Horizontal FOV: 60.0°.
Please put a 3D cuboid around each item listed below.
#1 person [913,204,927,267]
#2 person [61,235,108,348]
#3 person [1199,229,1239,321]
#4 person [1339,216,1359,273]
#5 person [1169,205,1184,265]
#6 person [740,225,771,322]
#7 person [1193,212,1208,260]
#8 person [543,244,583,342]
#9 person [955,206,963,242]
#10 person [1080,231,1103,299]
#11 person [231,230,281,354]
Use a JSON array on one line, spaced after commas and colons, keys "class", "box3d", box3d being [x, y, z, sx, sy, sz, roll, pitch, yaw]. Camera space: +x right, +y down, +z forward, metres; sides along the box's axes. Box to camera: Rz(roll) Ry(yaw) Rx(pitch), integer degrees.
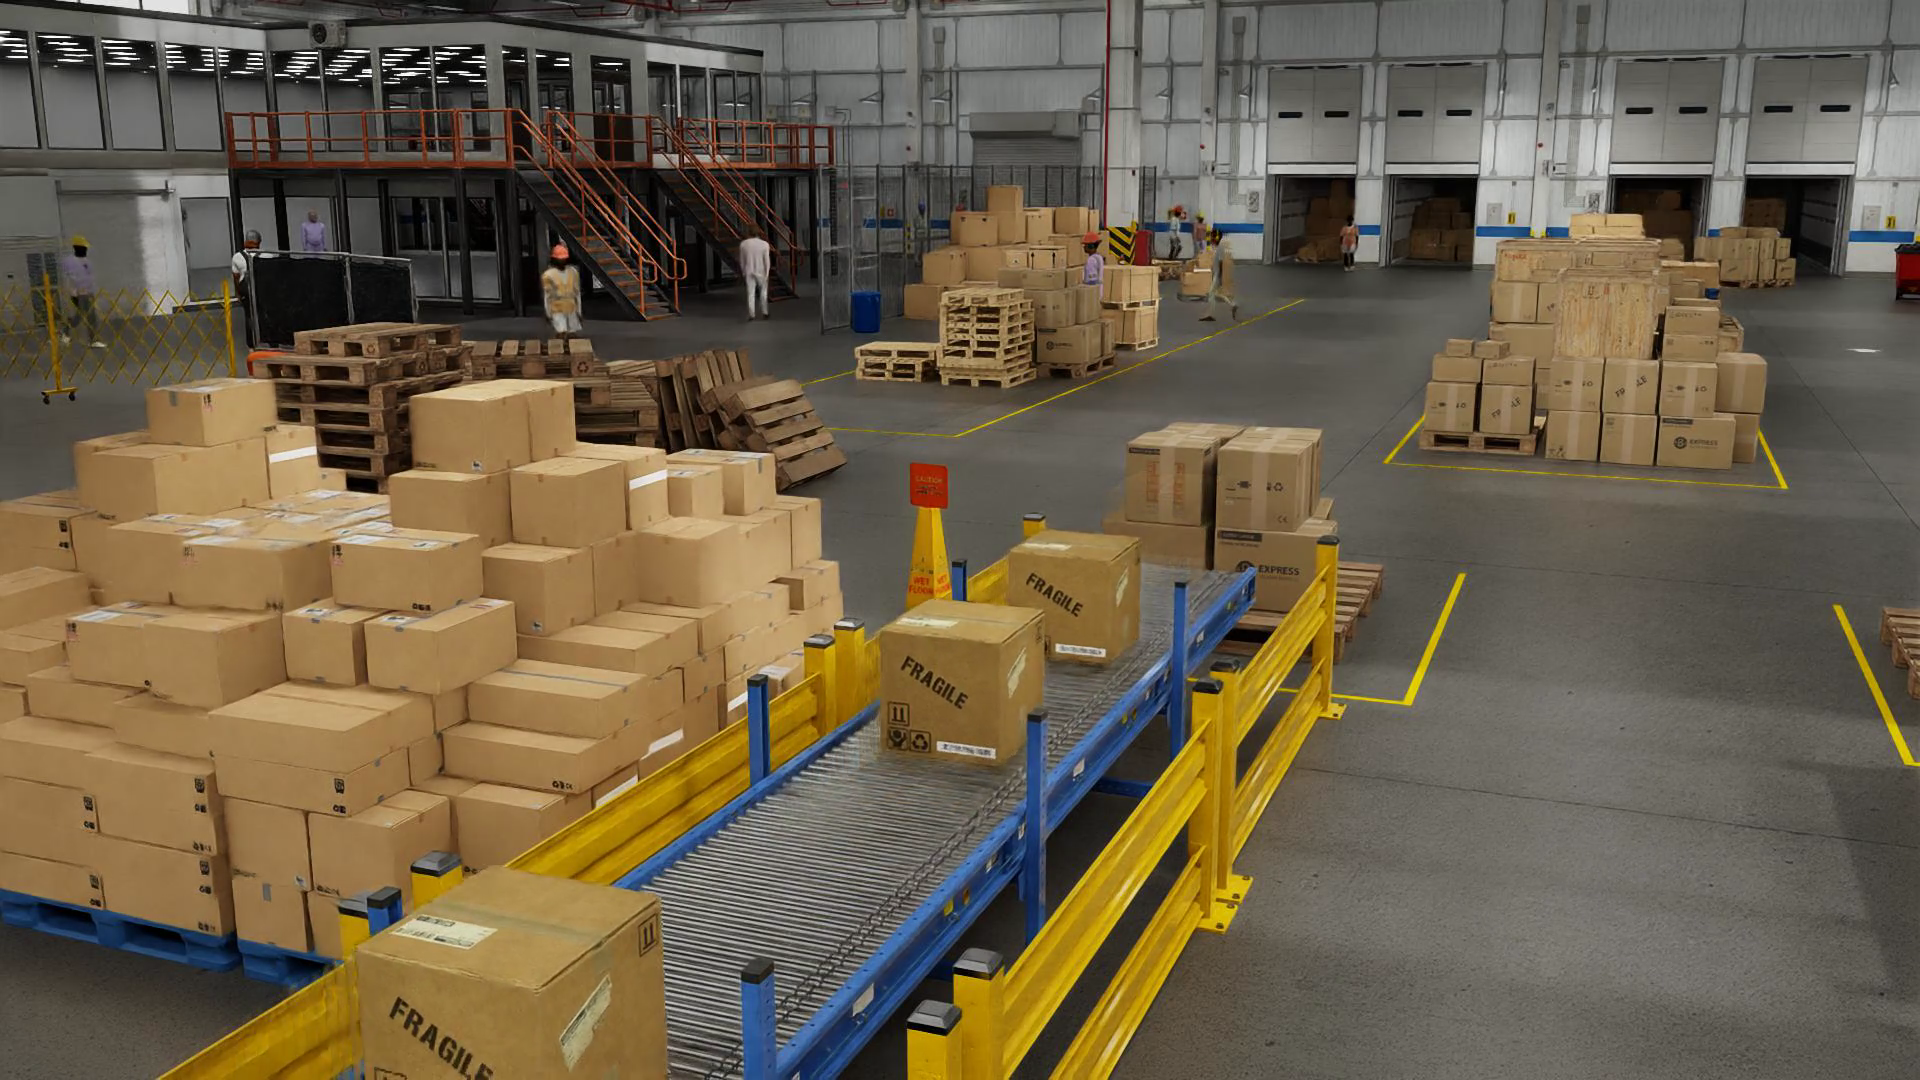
[{"class": "person", "box3d": [-1.215, -9.516, 51.980, 0.605, 1.948, 0.387, -11, 17, -41]}, {"class": "person", "box3d": [-14.951, -4.210, 28.254, 0.660, 1.911, 0.606, 2, 13, 10]}, {"class": "person", "box3d": [5.186, -5.274, 33.175, 0.718, 1.854, 0.527, 2, 13, 8]}, {"class": "person", "box3d": [11.404, -8.670, 48.812, 0.552, 1.658, 0.818, 4, 13, 17]}, {"class": "person", "box3d": [6.738, -9.467, 51.869, 0.540, 1.901, 0.550, 7, 14, 28]}, {"class": "person", "box3d": [-4.083, -5.356, 33.439, 0.636, 1.901, 0.950, 1, 13, 6]}, {"class": "person", "box3d": [7.296, -9.030, 50.301, 0.542, 1.715, 0.897, -5, 13, -20]}, {"class": "person", "box3d": [-5.850, -3.393, 24.566, 0.575, 1.924, 0.414, -9, 15, -34]}, {"class": "person", "box3d": [-0.003, -8.462, 47.148, 0.612, 1.995, 0.378, 4, 13, 19]}, {"class": "person", "box3d": [2.068, -3.856, 26.374, 0.378, 2.041, 0.616, 3, 13, 14]}, {"class": "person", "box3d": [-11.603, -4.103, 27.490, 0.689, 2.000, 0.537, -2, 13, -9]}]
